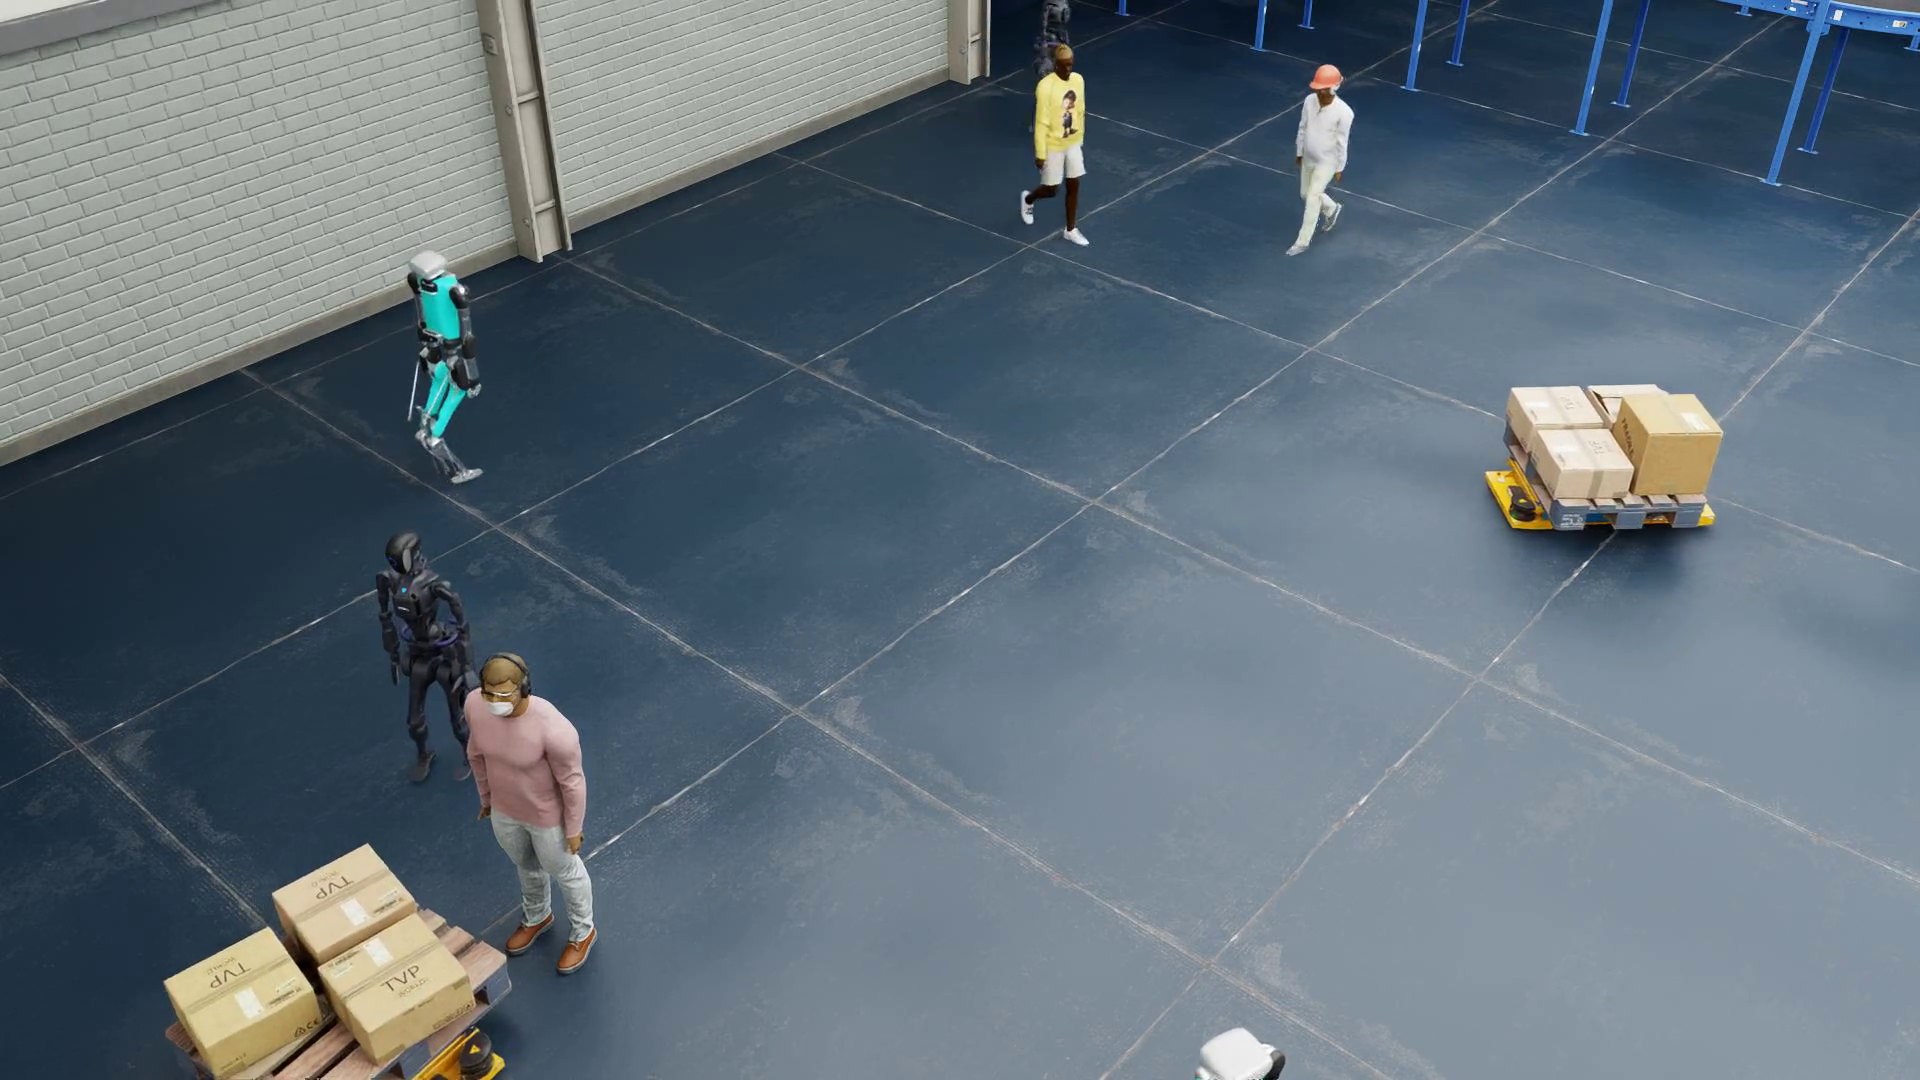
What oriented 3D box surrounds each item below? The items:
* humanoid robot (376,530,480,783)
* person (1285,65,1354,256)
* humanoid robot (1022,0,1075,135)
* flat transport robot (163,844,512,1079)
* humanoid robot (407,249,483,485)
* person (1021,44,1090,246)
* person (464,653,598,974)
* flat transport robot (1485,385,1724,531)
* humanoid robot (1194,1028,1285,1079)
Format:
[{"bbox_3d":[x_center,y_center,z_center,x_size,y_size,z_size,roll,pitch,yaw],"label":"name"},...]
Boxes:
[{"bbox_3d":[-2.926,0.670,9.233,0.585,1.653,0.367,10,37,13],"label":"humanoid robot"},{"bbox_3d":[3.282,-3.462,14.996,0.718,1.726,0.566,-22,41,-28],"label":"person"},{"bbox_3d":[0.918,-5.046,17.265,0.414,1.647,0.600,18,39,24],"label":"humanoid robot"},{"bbox_3d":[-2.957,2.393,8.027,1.431,0.231,0.659,21,41,27],"label":"flat transport robot"},{"bbox_3d":[-3.701,-1.112,11.700,0.530,1.822,0.628,21,40,27],"label":"humanoid robot"},{"bbox_3d":[0.860,-3.596,15.057,0.597,1.876,0.658,-22,41,-28],"label":"person"},{"bbox_3d":[-2.092,1.317,8.100,0.634,1.939,0.366,15,38,20],"label":"person"},{"bbox_3d":[4.557,-0.341,11.866,1.431,0.231,0.659,-1,35,-2],"label":"flat transport robot"},{"bbox_3d":[1.172,2.703,6.393,0.542,1.839,0.775,-26,43,-32],"label":"humanoid robot"}]
